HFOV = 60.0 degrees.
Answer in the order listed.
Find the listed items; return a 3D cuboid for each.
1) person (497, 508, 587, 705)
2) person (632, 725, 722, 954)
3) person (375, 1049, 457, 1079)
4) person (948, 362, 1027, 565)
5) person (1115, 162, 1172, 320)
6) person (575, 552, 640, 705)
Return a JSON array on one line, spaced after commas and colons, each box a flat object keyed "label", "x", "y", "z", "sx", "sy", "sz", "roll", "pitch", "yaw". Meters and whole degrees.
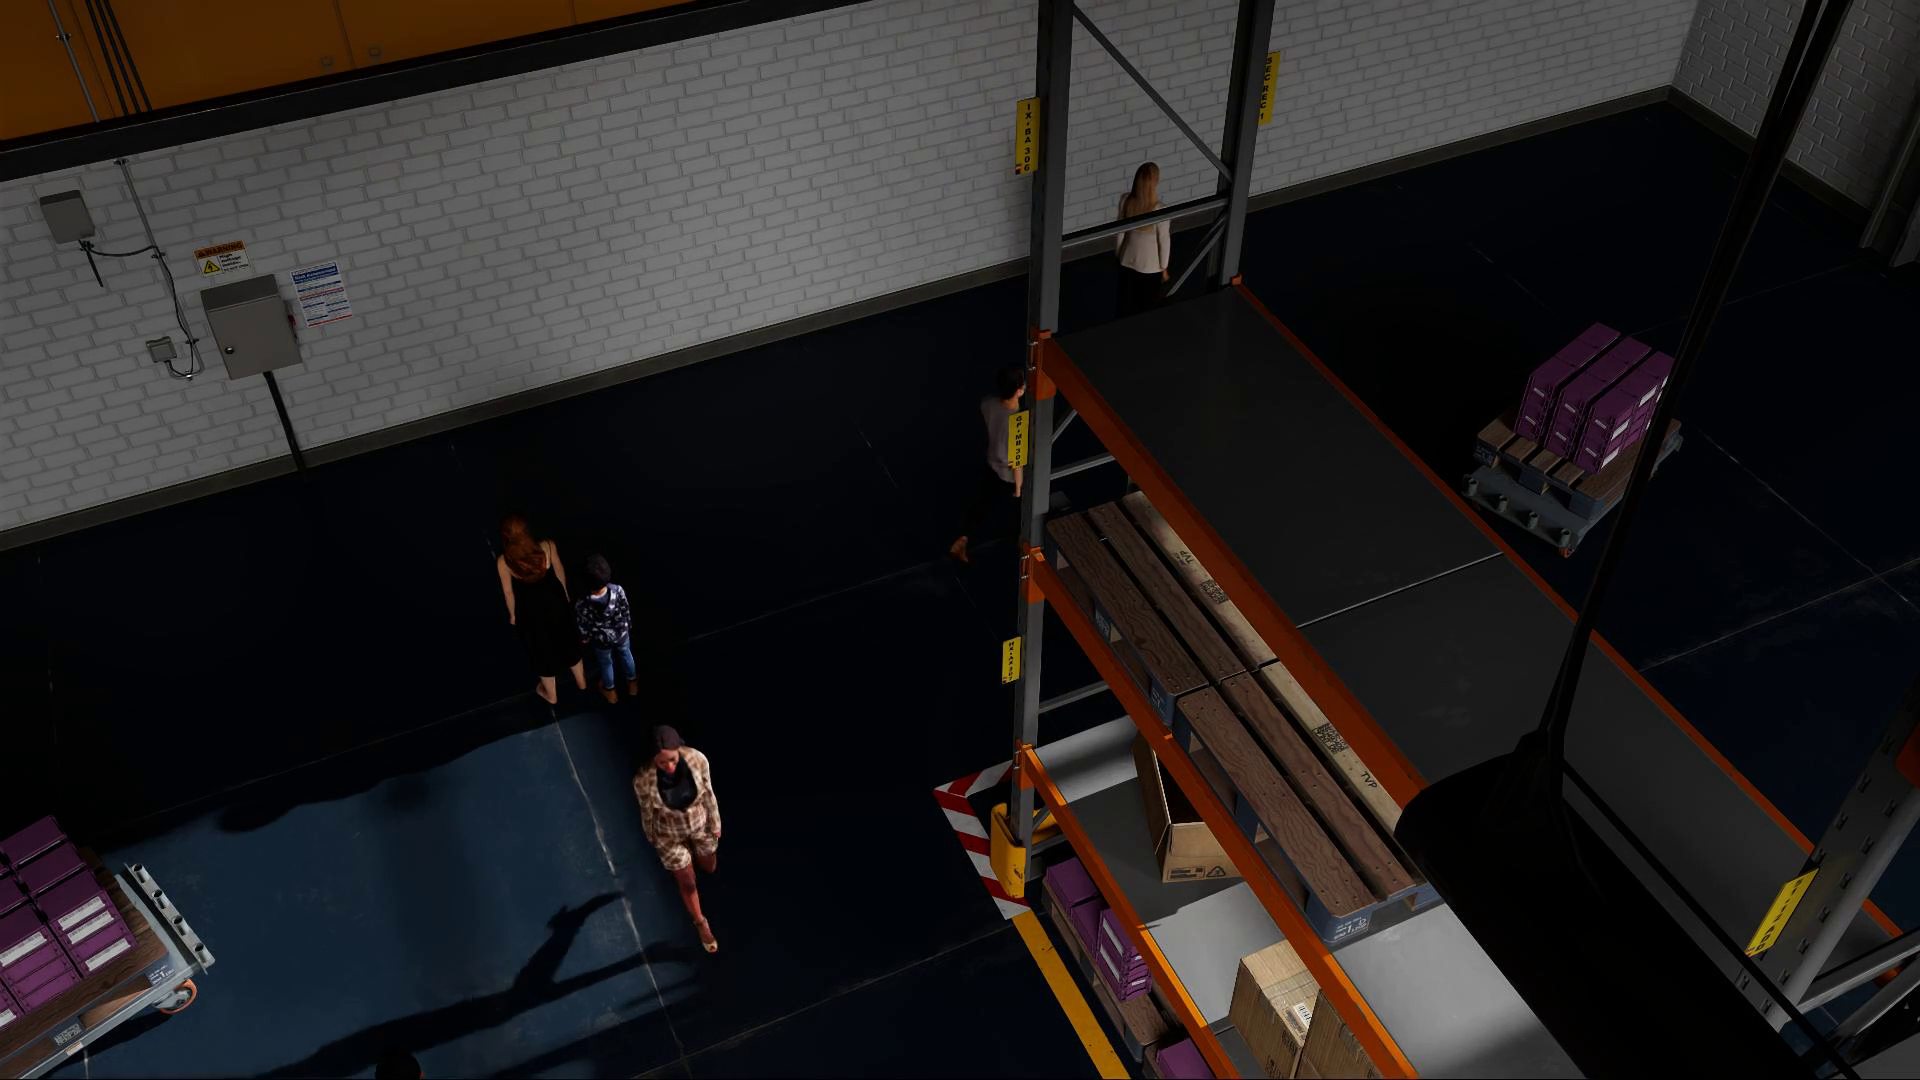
[{"label": "person", "x": -2.671, "y": 0.423, "z": 10.581, "sx": 0.587, "sy": 1.626, "sz": 0.592, "roll": -23, "pitch": 48, "yaw": -23}, {"label": "person", "x": -1.557, "y": 1.568, "z": 9.270, "sx": 0.573, "sy": 1.776, "sz": 0.930, "roll": -18, "pitch": 46, "yaw": -18}, {"label": "person", "x": -2.455, "y": 2.921, "z": 7.851, "sx": 0.610, "sy": 1.776, "sz": 0.519, "roll": -19, "pitch": 47, "yaw": -19}, {"label": "person", "x": 0.252, "y": -0.488, "z": 11.485, "sx": 0.820, "sy": 1.698, "sz": 1.038, "roll": -28, "pitch": 50, "yaw": -26}, {"label": "person", "x": 1.426, "y": -2.146, "z": 13.110, "sx": 0.649, "sy": 1.858, "sz": 0.757, "roll": 23, "pitch": 48, "yaw": 22}, {"label": "person", "x": -2.274, "y": 0.562, "z": 10.707, "sx": 0.484, "sy": 1.251, "sz": 0.489, "roll": -18, "pitch": 46, "yaw": -18}]
